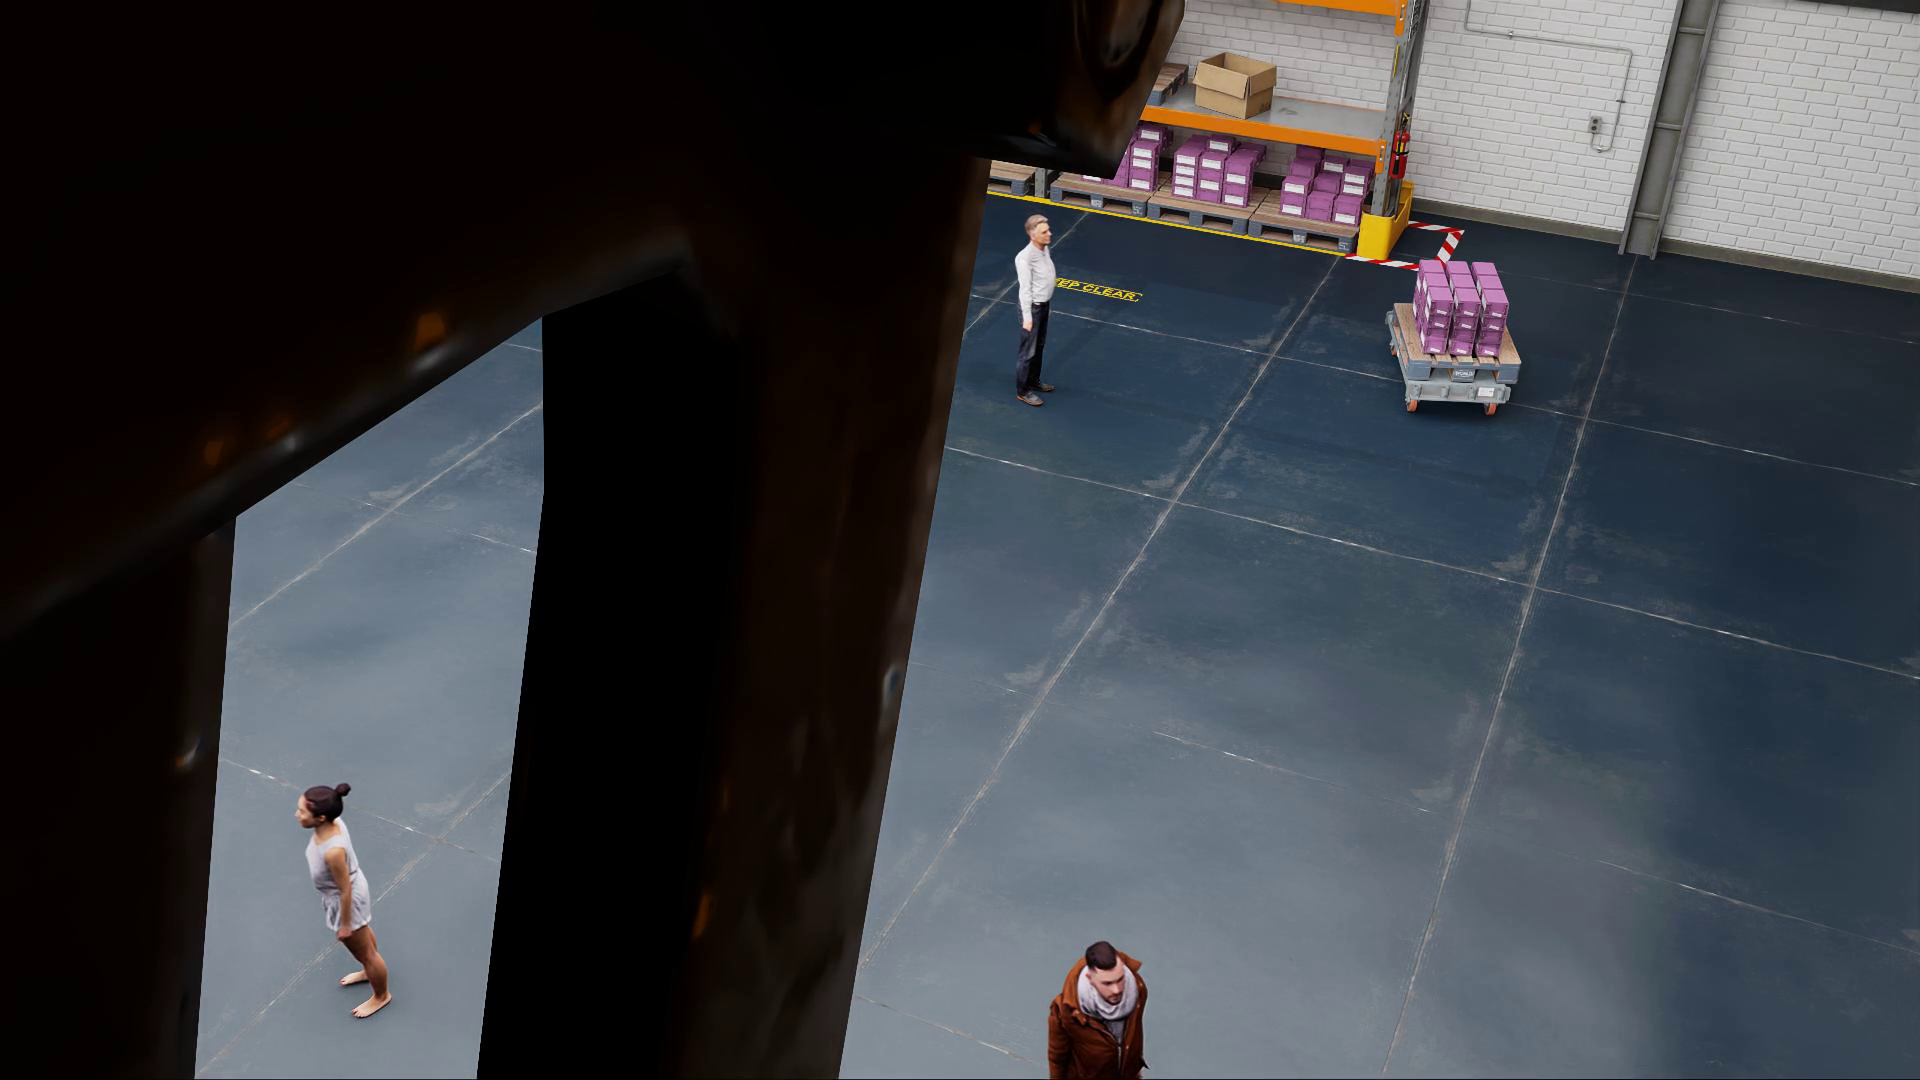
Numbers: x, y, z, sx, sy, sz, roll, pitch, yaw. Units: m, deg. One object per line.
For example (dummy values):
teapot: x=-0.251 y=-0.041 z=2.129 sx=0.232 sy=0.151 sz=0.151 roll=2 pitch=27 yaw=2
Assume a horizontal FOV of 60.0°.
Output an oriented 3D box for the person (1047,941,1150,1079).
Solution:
person: x=0.660 y=2.645 z=8.125 sx=0.851 sy=1.839 sz=0.893 roll=-18 pitch=38 yaw=-25

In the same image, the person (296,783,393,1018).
person: x=-3.445 y=1.995 z=9.319 sx=0.729 sy=1.602 sz=0.653 roll=-17 pitch=37 yaw=-23

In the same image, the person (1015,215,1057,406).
person: x=0.686 y=-2.155 z=15.364 sx=0.544 sy=1.820 sz=0.637 roll=15 pitch=36 yaw=21
